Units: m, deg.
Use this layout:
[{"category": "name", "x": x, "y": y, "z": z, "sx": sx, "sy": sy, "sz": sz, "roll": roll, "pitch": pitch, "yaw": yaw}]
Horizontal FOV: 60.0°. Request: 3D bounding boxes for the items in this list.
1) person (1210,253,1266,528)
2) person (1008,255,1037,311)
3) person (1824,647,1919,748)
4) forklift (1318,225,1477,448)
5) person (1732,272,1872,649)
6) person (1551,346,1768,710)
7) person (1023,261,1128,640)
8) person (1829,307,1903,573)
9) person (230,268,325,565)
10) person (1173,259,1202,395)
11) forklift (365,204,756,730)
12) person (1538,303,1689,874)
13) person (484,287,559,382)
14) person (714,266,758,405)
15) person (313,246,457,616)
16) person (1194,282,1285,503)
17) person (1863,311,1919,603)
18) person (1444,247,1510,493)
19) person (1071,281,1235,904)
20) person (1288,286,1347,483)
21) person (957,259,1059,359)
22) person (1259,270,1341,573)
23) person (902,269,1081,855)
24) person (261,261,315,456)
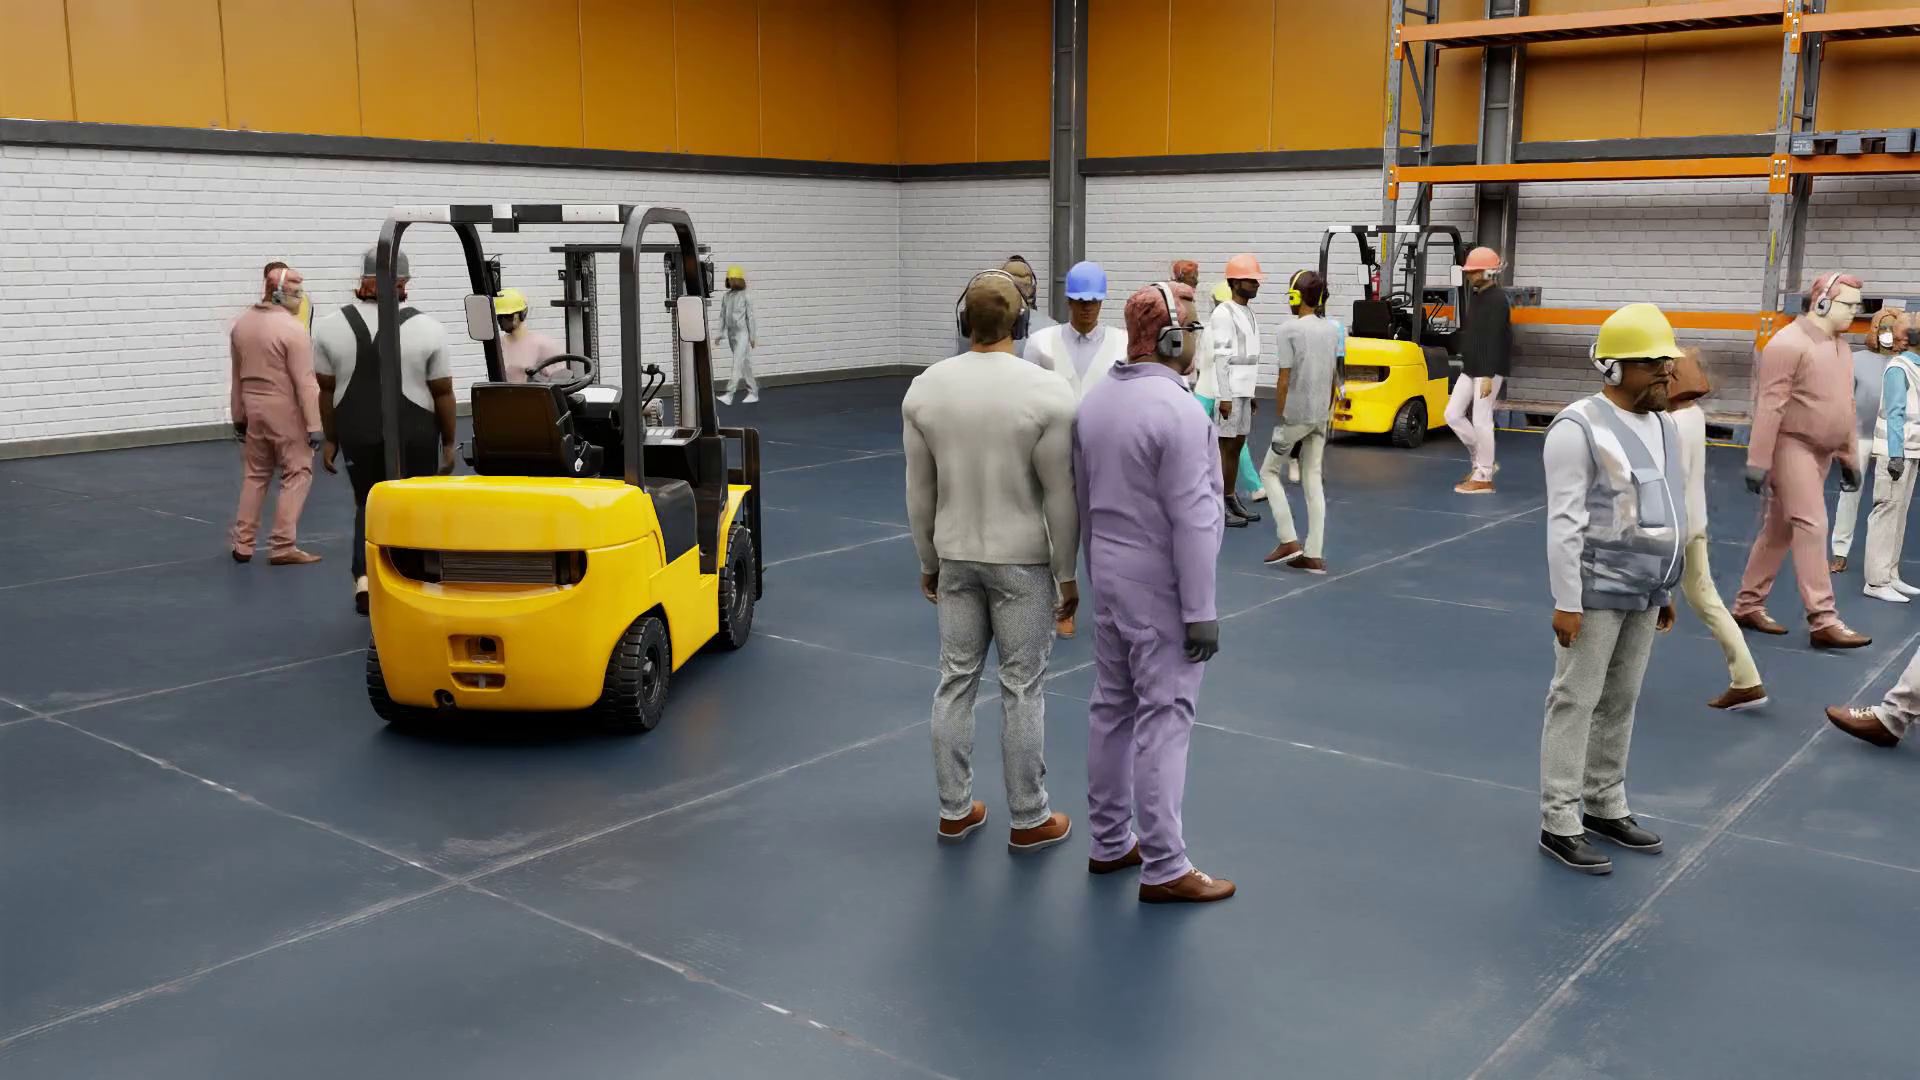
[{"category": "person", "x": 1.993, "y": -1.068, "z": 11.898, "sx": 0.361, "sy": 1.939, "sz": 0.542, "roll": 6, "pitch": 12, "yaw": 30}, {"category": "person", "x": 0.607, "y": -2.348, "z": 19.219, "sx": 0.607, "sy": 1.872, "sz": 1.028, "roll": -6, "pitch": 12, "yaw": -31}, {"category": "person", "x": 4.008, "y": -0.042, "z": 6.477, "sx": 1.005, "sy": 1.839, "sz": 0.778, "roll": 5, "pitch": 11, "yaw": 26}, {"category": "forklift", "x": 4.449, "y": -2.115, "z": 16.993, "sx": 1.214, "sy": 2.155, "sz": 2.313, "roll": 8, "pitch": 13, "yaw": 38}, {"category": "person", "x": 4.353, "y": -0.395, "z": 8.364, "sx": 0.656, "sy": 1.863, "sz": 0.911, "roll": -8, "pitch": 13, "yaw": -36}, {"category": "person", "x": 3.108, "y": -0.047, "z": 7.215, "sx": 0.871, "sy": 1.590, "sz": 0.511, "roll": 8, "pitch": 13, "yaw": 36}, {"category": "person", "x": 0.589, "y": -0.420, "z": 8.357, "sx": 0.634, "sy": 1.926, "sz": 0.628, "roll": 1, "pitch": 10, "yaw": 6}, {"category": "person", "x": 5.584, "y": -0.596, "z": 10.131, "sx": 0.497, "sy": 1.633, "sz": 0.285, "roll": 4, "pitch": 11, "yaw": 23}, {"category": "person", "x": -4.310, "y": -0.764, "z": 10.445, "sx": 0.819, "sy": 1.864, "sz": 0.412, "roll": 5, "pitch": 11, "yaw": 27}, {"category": "person", "x": 2.027, "y": -1.535, "z": 14.711, "sx": 0.821, "sy": 1.853, "sz": 0.596, "roll": 6, "pitch": 12, "yaw": 30}, {"category": "forklift", "x": -1.766, "y": -0.406, "z": 7.525, "sx": 1.214, "sy": 2.155, "sz": 2.313, "roll": 1, "pitch": 10, "yaw": 7}, {"category": "person", "x": 2.143, "y": 0.153, "z": 5.423, "sx": 0.587, "sy": 1.835, "sz": 0.403, "roll": -7, "pitch": 12, "yaw": -35}, {"category": "person", "x": -2.818, "y": -0.806, "z": 11.006, "sx": 0.570, "sy": 1.726, "sz": 0.751, "roll": 3, "pitch": 11, "yaw": 15}, {"category": "person", "x": -2.788, "y": -2.518, "z": 20.578, "sx": 0.485, "sy": 1.699, "sz": 0.902, "roll": 8, "pitch": 13, "yaw": 38}, {"category": "person", "x": -2.994, "y": -0.561, "z": 8.805, "sx": 0.712, "sy": 2.000, "sz": 0.536, "roll": 0, "pitch": 10, "yaw": 0}, {"category": "person", "x": 2.007, "y": -1.109, "z": 12.752, "sx": 0.954, "sy": 1.714, "sz": 0.524, "roll": 6, "pitch": 12, "yaw": 31}, {"category": "person", "x": 5.346, "y": -0.477, "z": 9.444, "sx": 0.307, "sy": 1.645, "sz": 0.514, "roll": 9, "pitch": 13, "yaw": 40}, {"category": "person", "x": 4.166, "y": -1.350, "z": 13.354, "sx": 0.431, "sy": 1.981, "sz": 0.620, "roll": -1, "pitch": 10, "yaw": -8}, {"category": "person", "x": 0.617, "y": 0.162, "z": 5.172, "sx": 0.405, "sy": 1.911, "sz": 0.636, "roll": -5, "pitch": 11, "yaw": -25}, {"category": "person", "x": 2.922, "y": -1.280, "z": 13.813, "sx": 0.546, "sy": 1.659, "sz": 0.438, "roll": 0, "pitch": 10, "yaw": 1}, {"category": "person", "x": 0.319, "y": -0.647, "z": 9.605, "sx": 0.664, "sy": 1.921, "sz": 0.564, "roll": -4, "pitch": 11, "yaw": -19}, {"category": "person", "x": 2.083, "y": -0.726, "z": 10.236, "sx": 0.566, "sy": 1.847, "sz": 0.517, "roll": -6, "pitch": 12, "yaw": -29}, {"category": "person", "x": 0.116, "y": 0.082, "z": 5.530, "sx": 0.631, "sy": 1.940, "sz": 0.372, "roll": 5, "pitch": 11, "yaw": 26}, {"category": "person", "x": -6.265, "y": -1.657, "z": 15.449, "sx": 0.429, "sy": 1.838, "sz": 0.621, "roll": 2, "pitch": 10, "yaw": 13}]
